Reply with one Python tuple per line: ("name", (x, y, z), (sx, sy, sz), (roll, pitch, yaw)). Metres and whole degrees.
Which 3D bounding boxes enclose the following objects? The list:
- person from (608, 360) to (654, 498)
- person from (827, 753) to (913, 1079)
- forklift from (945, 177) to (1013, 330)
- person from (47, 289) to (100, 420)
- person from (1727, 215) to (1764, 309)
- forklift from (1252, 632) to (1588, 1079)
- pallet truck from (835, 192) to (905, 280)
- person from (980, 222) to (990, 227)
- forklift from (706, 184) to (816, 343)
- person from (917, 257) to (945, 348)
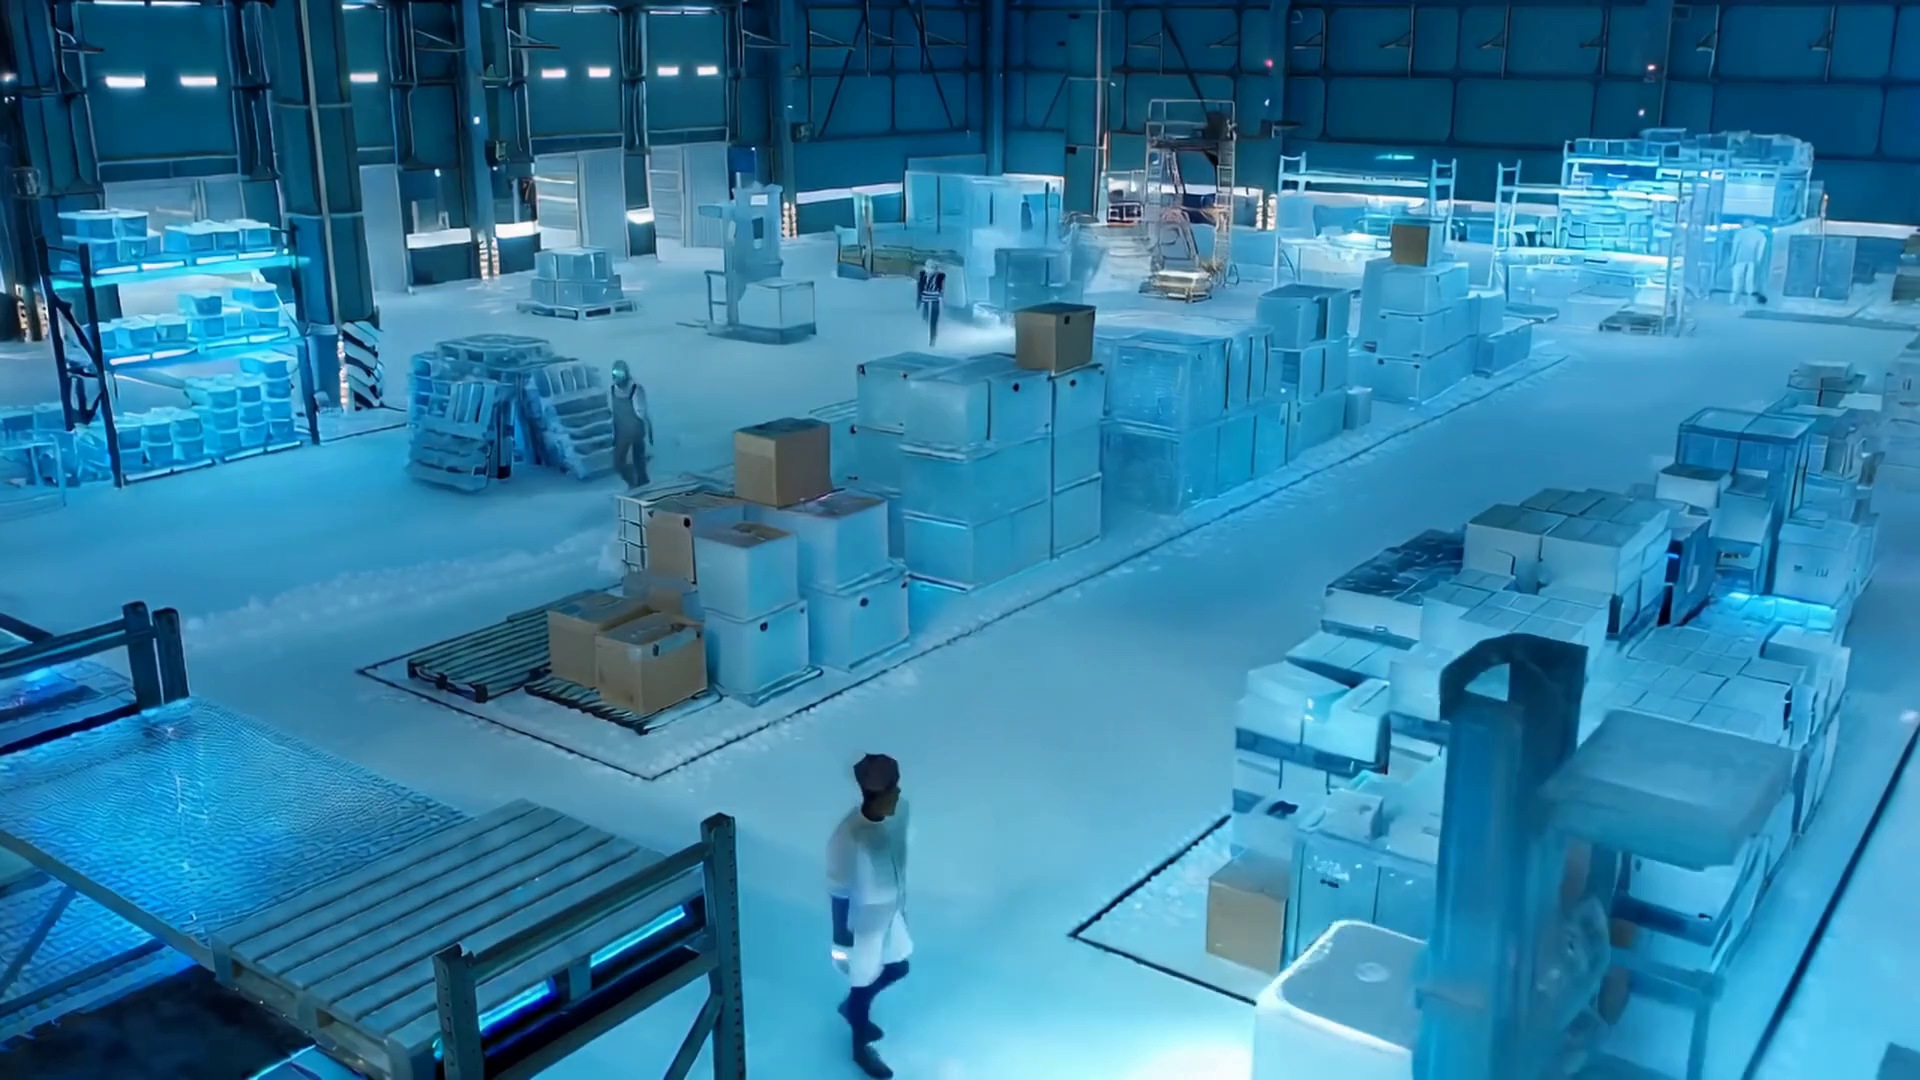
("person", (-3.905, -1.249, 19.716), (0.645, 1.816, 0.467), (7, 18, 21))
("person", (-0.491, 1.981, 8.836), (0.585, 1.931, 0.633), (12, 20, 34))
("forklift", (0.539, -5.666, 32.536), (1.129, 2.768, 1.873), (-8, 18, -24))
("person", (-13.001, -2.703, 24.345), (0.542, 1.930, 0.374), (6, 18, 19))
("person", (16.221, -5.743, 34.399), (0.629, 1.936, 0.372), (0, 17, 1))
("forklift", (2.405, 1.869, 7.584), (1.873, 2.768, 1.129), (12, 21, 35))
("pallet truck", (-1.936, -7.159, 38.982), (1.885, 1.965, 0.823), (-12, 21, -34))
("person", (0.536, -5.581, 34.027), (0.576, 1.848, 0.966), (1, 17, 4))
("forklift", (-3.717, -5.181, 30.929), (1.873, 2.768, 1.129), (12, 21, 35))
("person", (-0.516, -4.338, 30.260), (0.530, 1.626, 0.437), (5, 18, 16))
